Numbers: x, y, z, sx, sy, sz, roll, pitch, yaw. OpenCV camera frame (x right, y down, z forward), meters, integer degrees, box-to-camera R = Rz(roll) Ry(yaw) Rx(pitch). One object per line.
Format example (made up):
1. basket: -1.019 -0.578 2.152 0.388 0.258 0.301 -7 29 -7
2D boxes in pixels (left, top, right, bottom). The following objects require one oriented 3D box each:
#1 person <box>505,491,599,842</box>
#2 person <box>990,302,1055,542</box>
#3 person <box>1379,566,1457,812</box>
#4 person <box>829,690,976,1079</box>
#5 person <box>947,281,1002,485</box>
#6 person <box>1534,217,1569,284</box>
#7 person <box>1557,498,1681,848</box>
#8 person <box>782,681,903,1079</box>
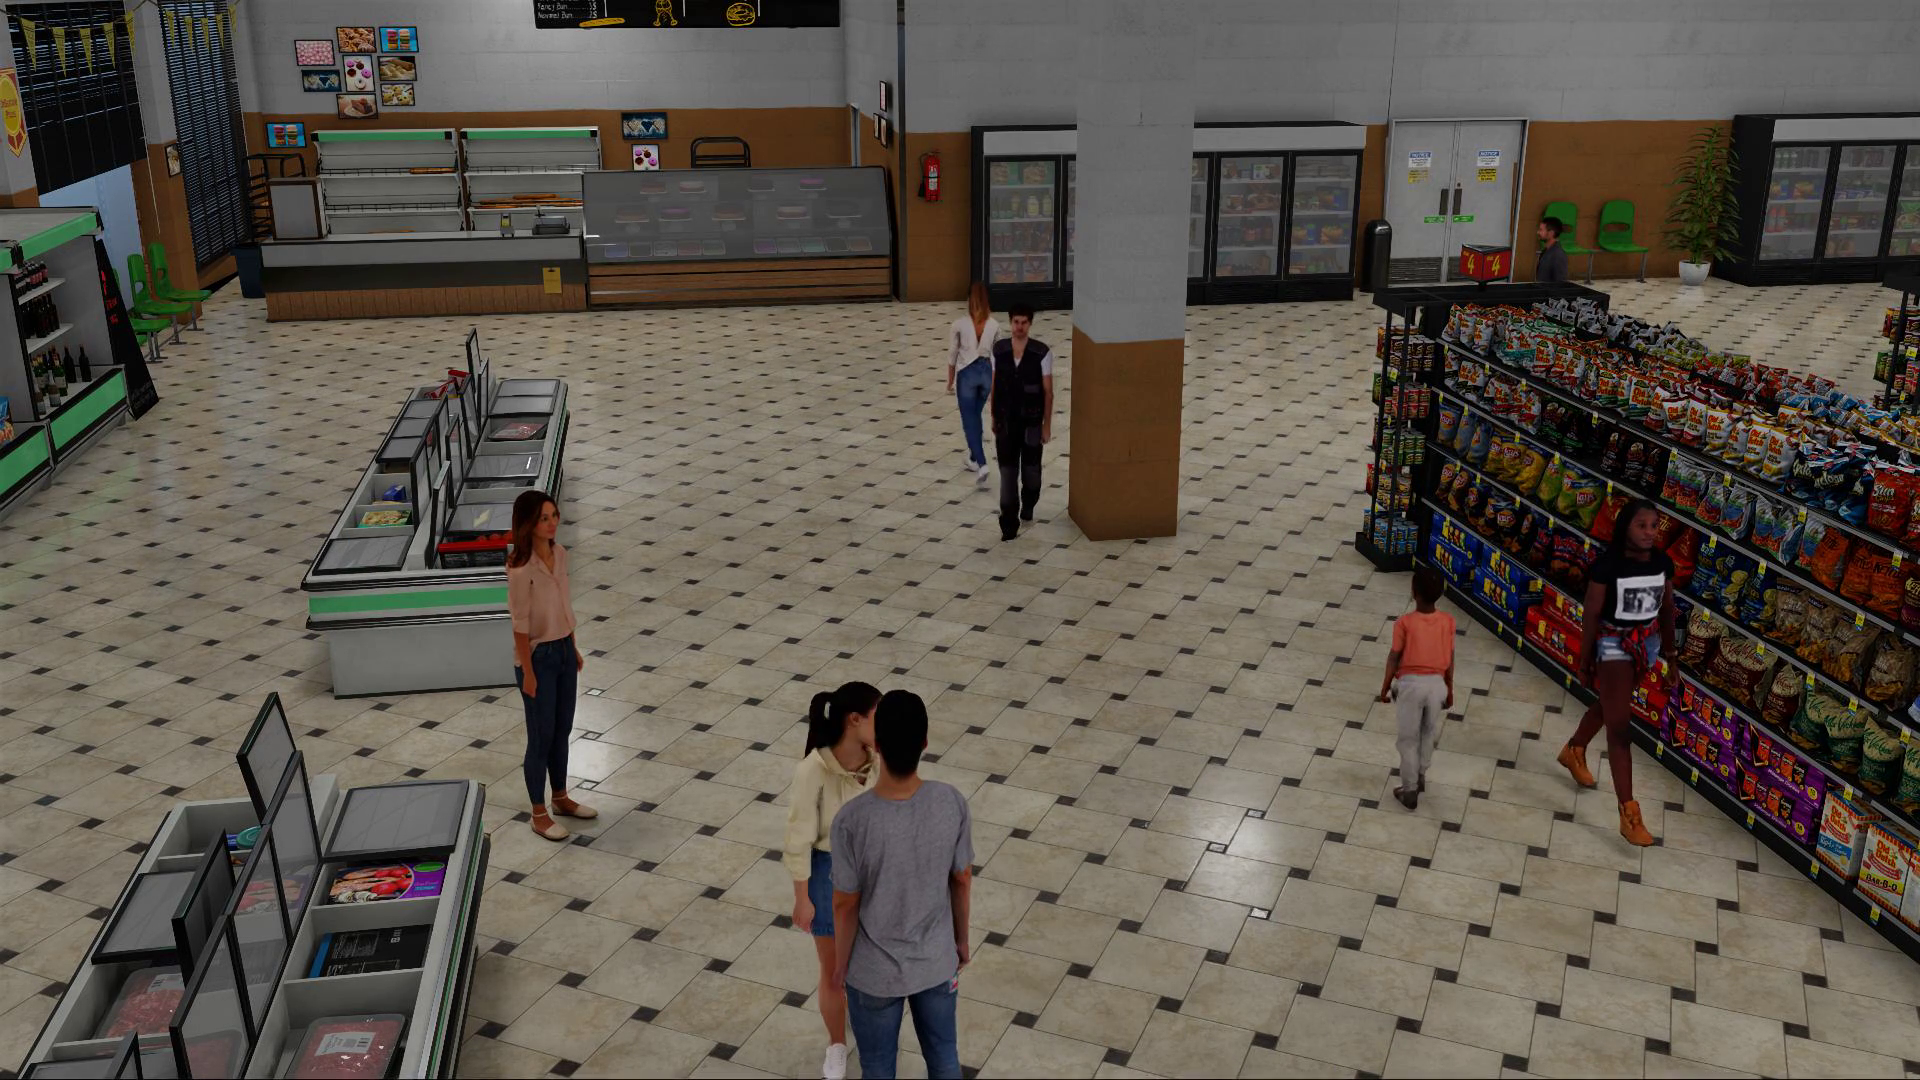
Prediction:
1. person: -2.070 0.605 8.288 0.731 1.792 0.632 8 20 22
2. person: 0.478 -0.929 12.830 0.926 1.797 1.279 3 19 9
3. person: 2.384 0.784 8.531 0.537 1.297 0.607 -1 19 -2
4. person: -0.199 1.411 5.750 0.715 1.888 0.622 -7 20 -20
5. person: 0.149 -1.303 14.108 0.739 1.690 1.143 -7 20 -20
6. person: 6.080 -2.332 16.963 1.053 1.815 1.251 3 19 9
7. person: 3.326 0.602 8.481 0.665 1.676 1.207 -4 19 -13
8. person: -0.473 1.327 6.432 0.767 1.610 0.761 -9 21 -25
